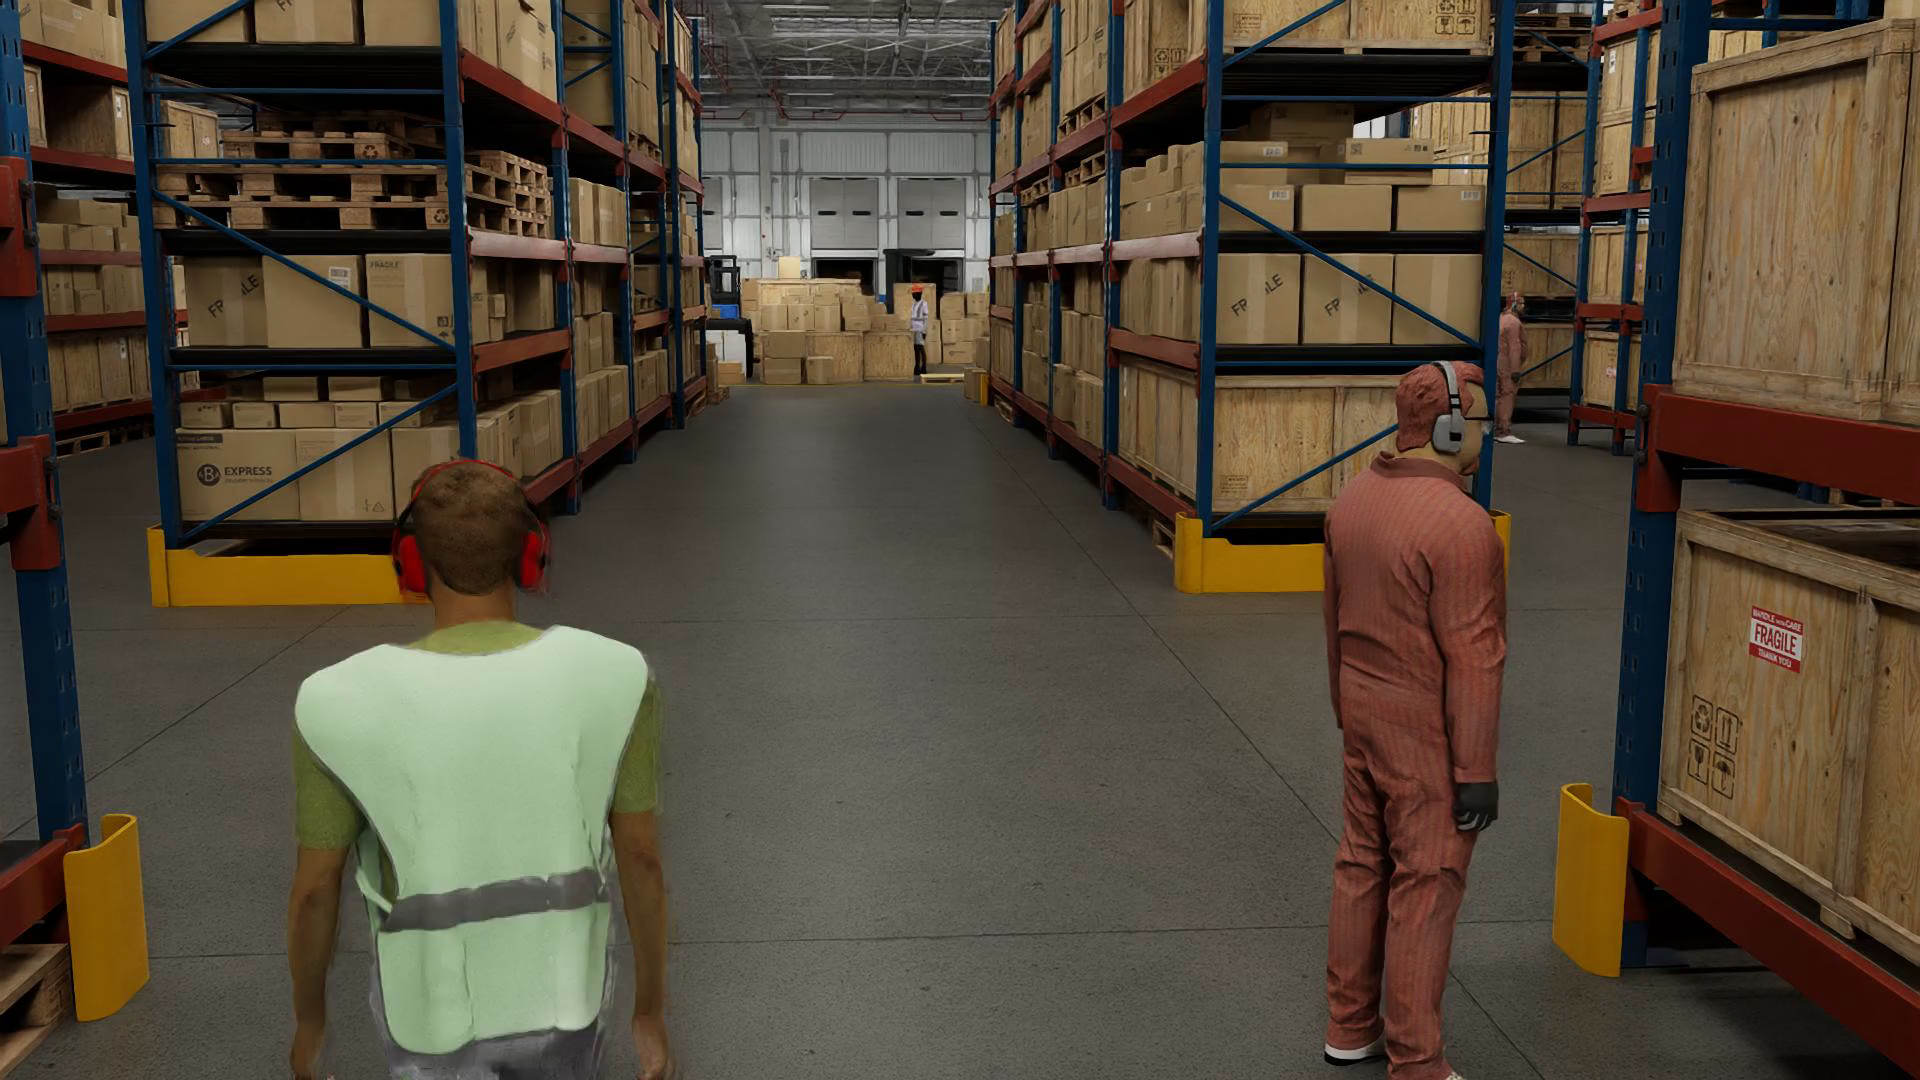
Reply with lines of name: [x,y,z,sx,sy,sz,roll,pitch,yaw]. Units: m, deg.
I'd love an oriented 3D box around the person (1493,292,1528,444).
person: [6.974,-2.177,21.051,0.402,1.906,0.652,0,9,1]

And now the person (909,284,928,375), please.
person: [-0.905,-4.455,35.266,0.378,1.932,0.551,-6,11,-31]

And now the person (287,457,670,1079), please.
person: [-0.834,0.765,2.848,0.592,1.809,0.831,-5,10,-27]

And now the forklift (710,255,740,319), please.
forklift: [-8.366,-8.713,59.037,1.129,2.768,1.873,-1,9,-4]

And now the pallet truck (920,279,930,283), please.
pallet truck: [-0.932,-8.922,63.114,1.885,1.965,0.823,2,9,13]

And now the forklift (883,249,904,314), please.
forklift: [-1.786,-6.475,44.989,1.873,2.768,1.129,2,9,11]

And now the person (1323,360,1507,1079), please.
person: [1.189,0.496,4.267,0.401,1.906,0.649,-3,9,-16]
